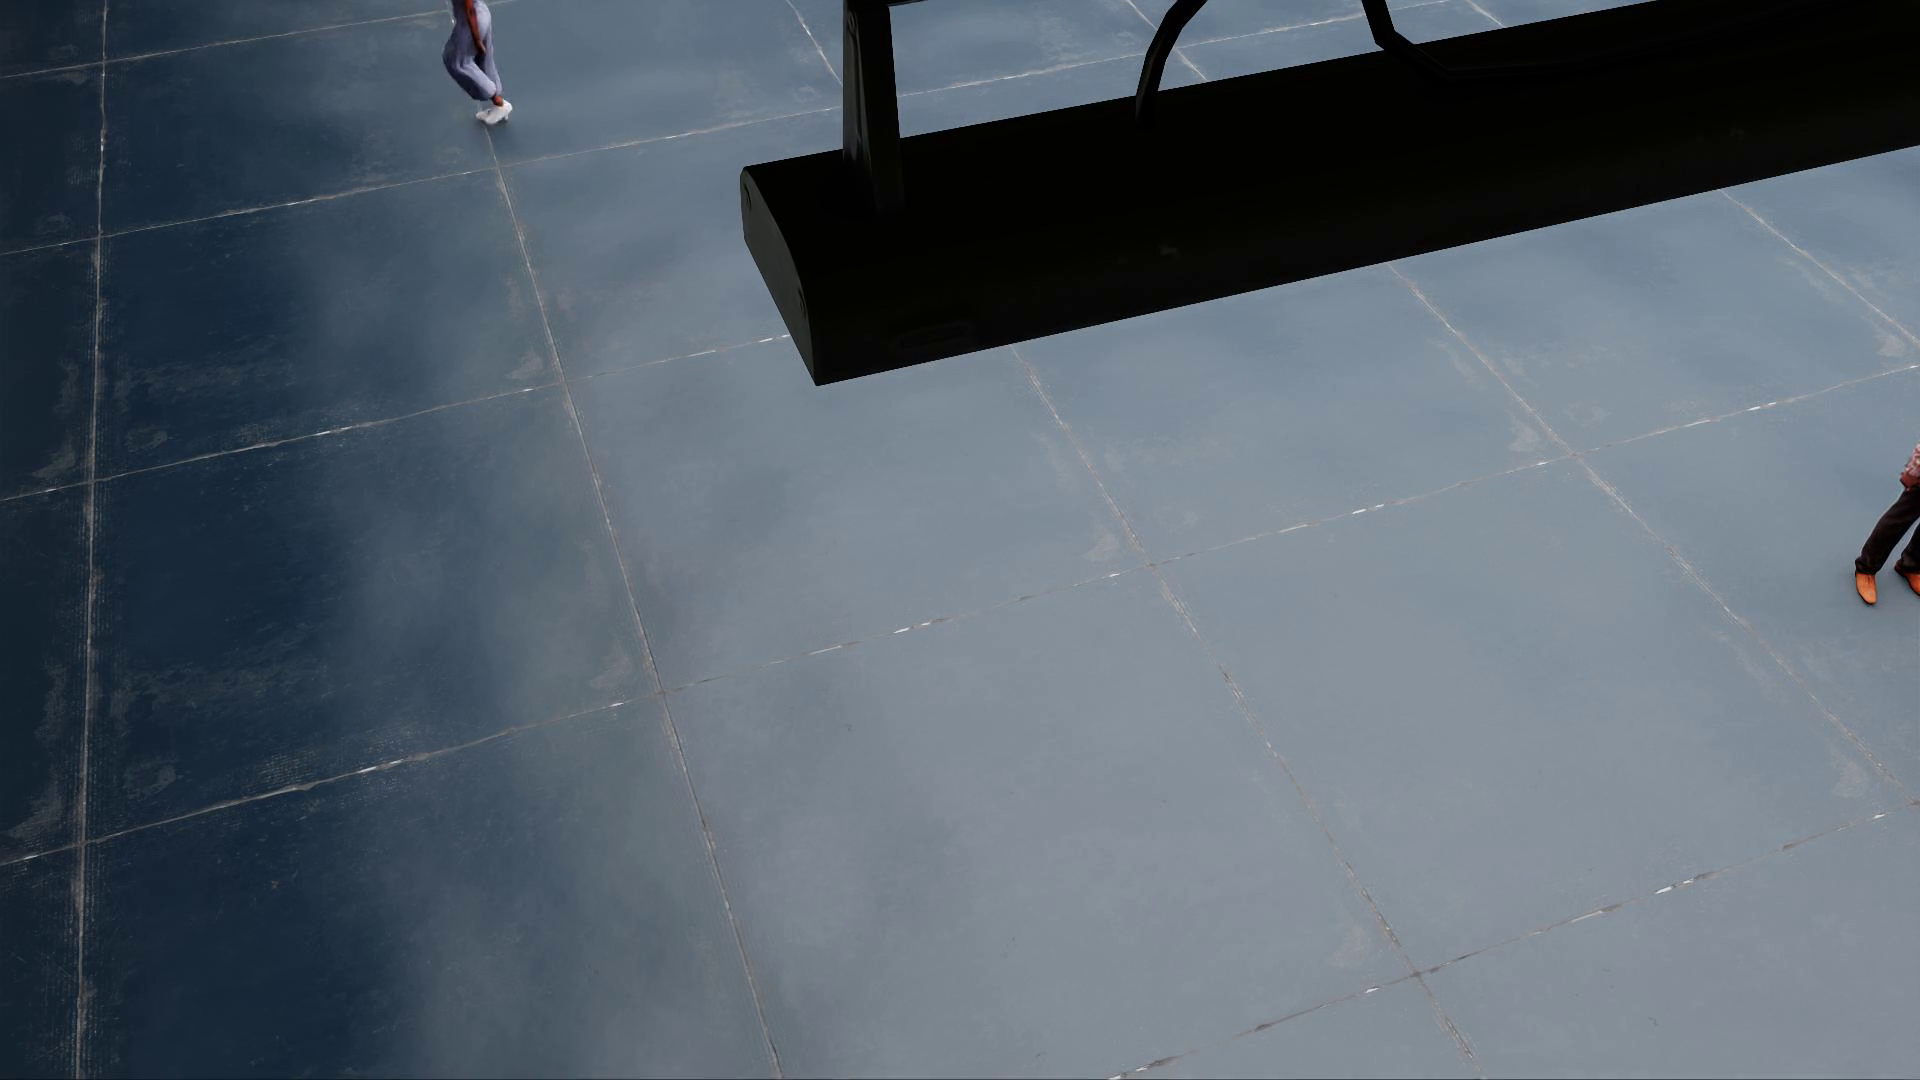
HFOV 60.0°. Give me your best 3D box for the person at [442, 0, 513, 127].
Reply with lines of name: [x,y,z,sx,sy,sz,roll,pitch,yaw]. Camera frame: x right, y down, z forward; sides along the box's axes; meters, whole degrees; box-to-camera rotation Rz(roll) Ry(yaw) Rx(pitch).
person: [-3.817,-4.111,13.320,0.755,1.685,0.740,-1,43,-1]

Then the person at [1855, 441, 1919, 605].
person: [5.532,-0.408,9.264,0.757,1.807,0.695,-2,43,-2]
